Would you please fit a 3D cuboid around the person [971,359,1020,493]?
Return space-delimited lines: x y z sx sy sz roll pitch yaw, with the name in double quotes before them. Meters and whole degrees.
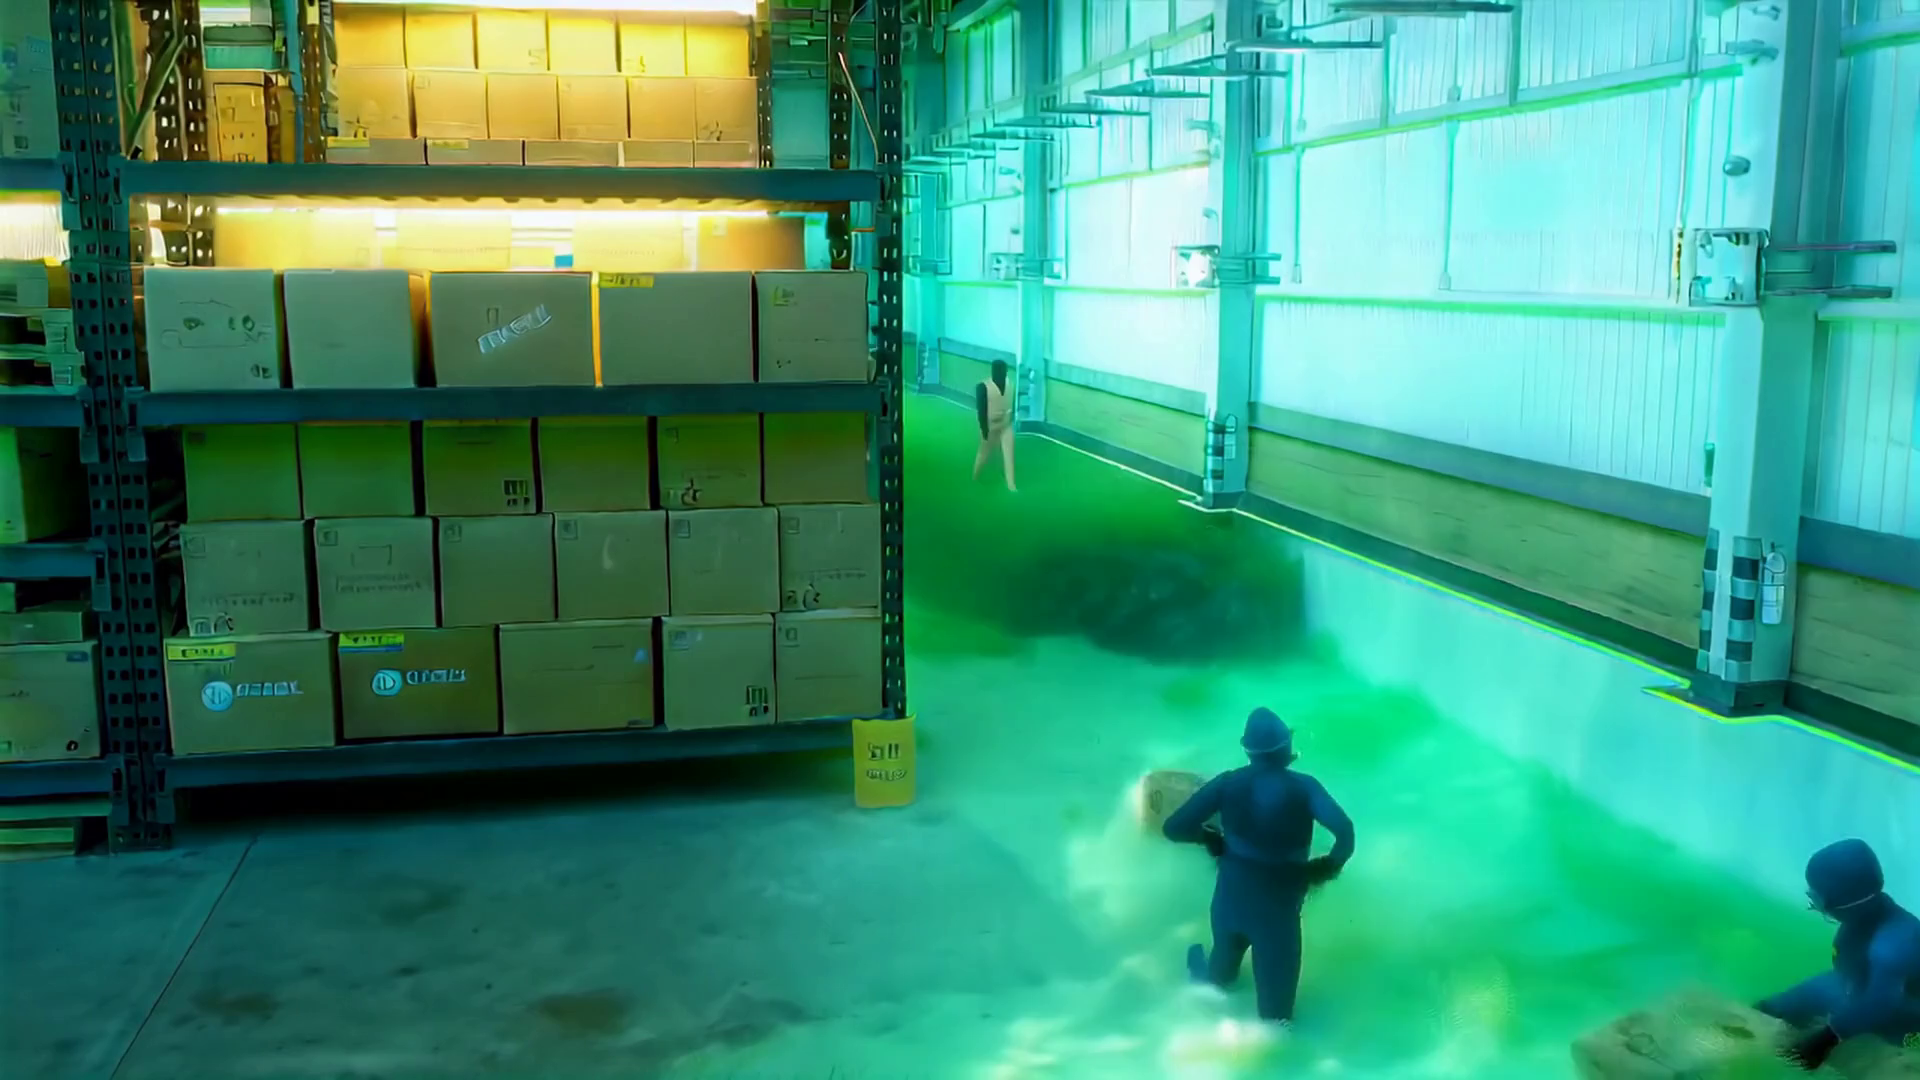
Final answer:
"person" 0.475 -1.559 22.604 0.624 1.813 0.894 -5 11 -28

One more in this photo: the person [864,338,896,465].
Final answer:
"person" -1.297 -2.139 25.628 0.631 1.966 0.875 -4 10 -22
